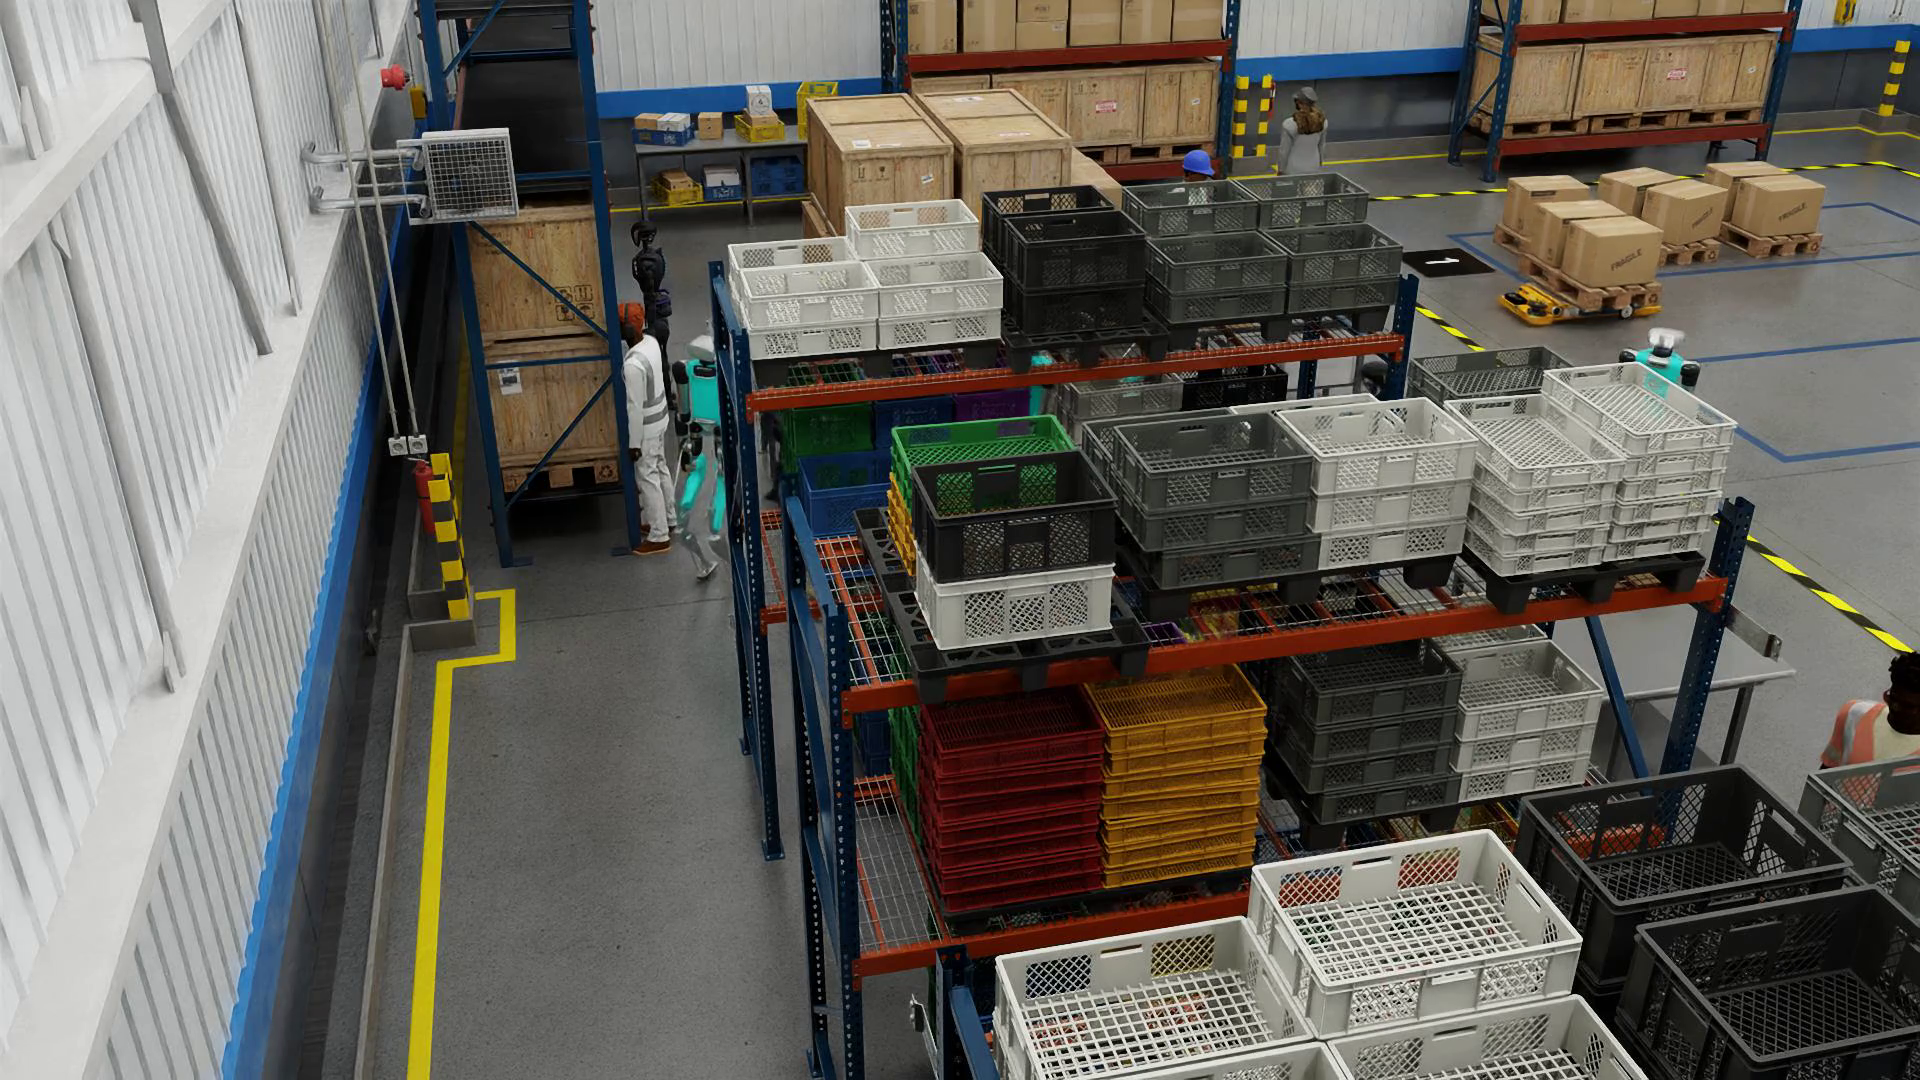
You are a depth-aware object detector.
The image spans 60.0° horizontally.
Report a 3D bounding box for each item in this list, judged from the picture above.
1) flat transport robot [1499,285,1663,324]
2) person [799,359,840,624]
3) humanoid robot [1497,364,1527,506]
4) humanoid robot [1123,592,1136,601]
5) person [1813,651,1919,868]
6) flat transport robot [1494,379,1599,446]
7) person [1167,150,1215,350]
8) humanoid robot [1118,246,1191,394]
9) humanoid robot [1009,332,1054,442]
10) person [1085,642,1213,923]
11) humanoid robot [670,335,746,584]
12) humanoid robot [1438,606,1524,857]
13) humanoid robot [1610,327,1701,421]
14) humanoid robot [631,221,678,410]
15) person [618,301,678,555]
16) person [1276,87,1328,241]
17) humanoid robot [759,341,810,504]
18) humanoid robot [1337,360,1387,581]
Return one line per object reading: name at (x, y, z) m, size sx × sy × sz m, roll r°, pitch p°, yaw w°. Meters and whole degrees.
flat transport robot at (6.190, -2.402, 16.574) m, size 1.431 × 0.197 × 0.652 m, roll -6°, pitch 28°, yaw -12°
person at (-0.889, -0.399, 10.909) m, size 0.386 × 2.040 × 0.611 m, roll 5°, pitch 28°, yaw 9°
humanoid robot at (3.638, -0.261, 10.823) m, size 0.533 × 1.677 × 0.735 m, roll -2°, pitch 28°, yaw -4°
humanoid robot at (1.201, -0.152, 10.856) m, size 0.718 × 1.628 × 0.588 m, roll -5°, pitch 28°, yaw -10°
person at (4.166, 1.365, 7.636) m, size 0.367 × 1.966 × 0.603 m, roll -20°, pitch 34°, yaw -33°
flat transport robot at (4.780, -1.036, 14.013) m, size 0.659 × 0.231 × 1.431 m, roll -6°, pitch 28°, yaw -12°
person at (2.072, -2.606, 15.205) m, size 0.411 × 1.939 × 0.602 m, roll 18°, pitch 33°, yaw 31°
humanoid robot at (1.449, -1.490, 13.155) m, size 0.735 × 1.677 × 0.533 m, roll -11°, pitch 30°, yaw -19°
humanoid robot at (0.273, -0.558, 11.566) m, size 0.711 × 1.820 × 0.531 m, roll -17°, pitch 32°, yaw -29°
person at (0.961, 1.236, 8.098) m, size 0.926 × 1.768 × 0.574 m, roll -21°, pitch 35°, yaw -35°
humanoid robot at (-1.757, -0.470, 11.334) m, size 0.532 × 1.767 × 0.681 m, roll 8°, pitch 29°, yaw 15°
humanoid robot at (2.721, 1.107, 8.443) m, size 1.021 × 1.771 × 0.530 m, roll -5°, pitch 28°, yaw -9°
humanoid robot at (4.892, -0.781, 11.808) m, size 0.533 × 1.677 × 0.735 m, roll 16°, pitch 32°, yaw 27°
humanoid robot at (-2.603, -1.903, 14.131) m, size 0.315 × 1.657 × 0.599 m, roll -5°, pitch 28°, yaw -10°
person at (-2.246, -0.806, 11.851) m, size 0.339 × 1.878 × 0.570 m, roll 2°, pitch 28°, yaw 4°
person at (3.701, -4.028, 18.077) m, size 0.572 × 1.769 × 0.397 m, roll -11°, pitch 30°, yaw -19°
humanoid robot at (-1.284, -0.993, 12.431) m, size 0.536 × 1.647 × 0.616 m, roll 13°, pitch 31°, yaw 23°
humanoid robot at (2.780, -0.450, 11.384) m, size 0.348 × 1.647 × 0.602 m, roll -3°, pitch 28°, yaw -5°
